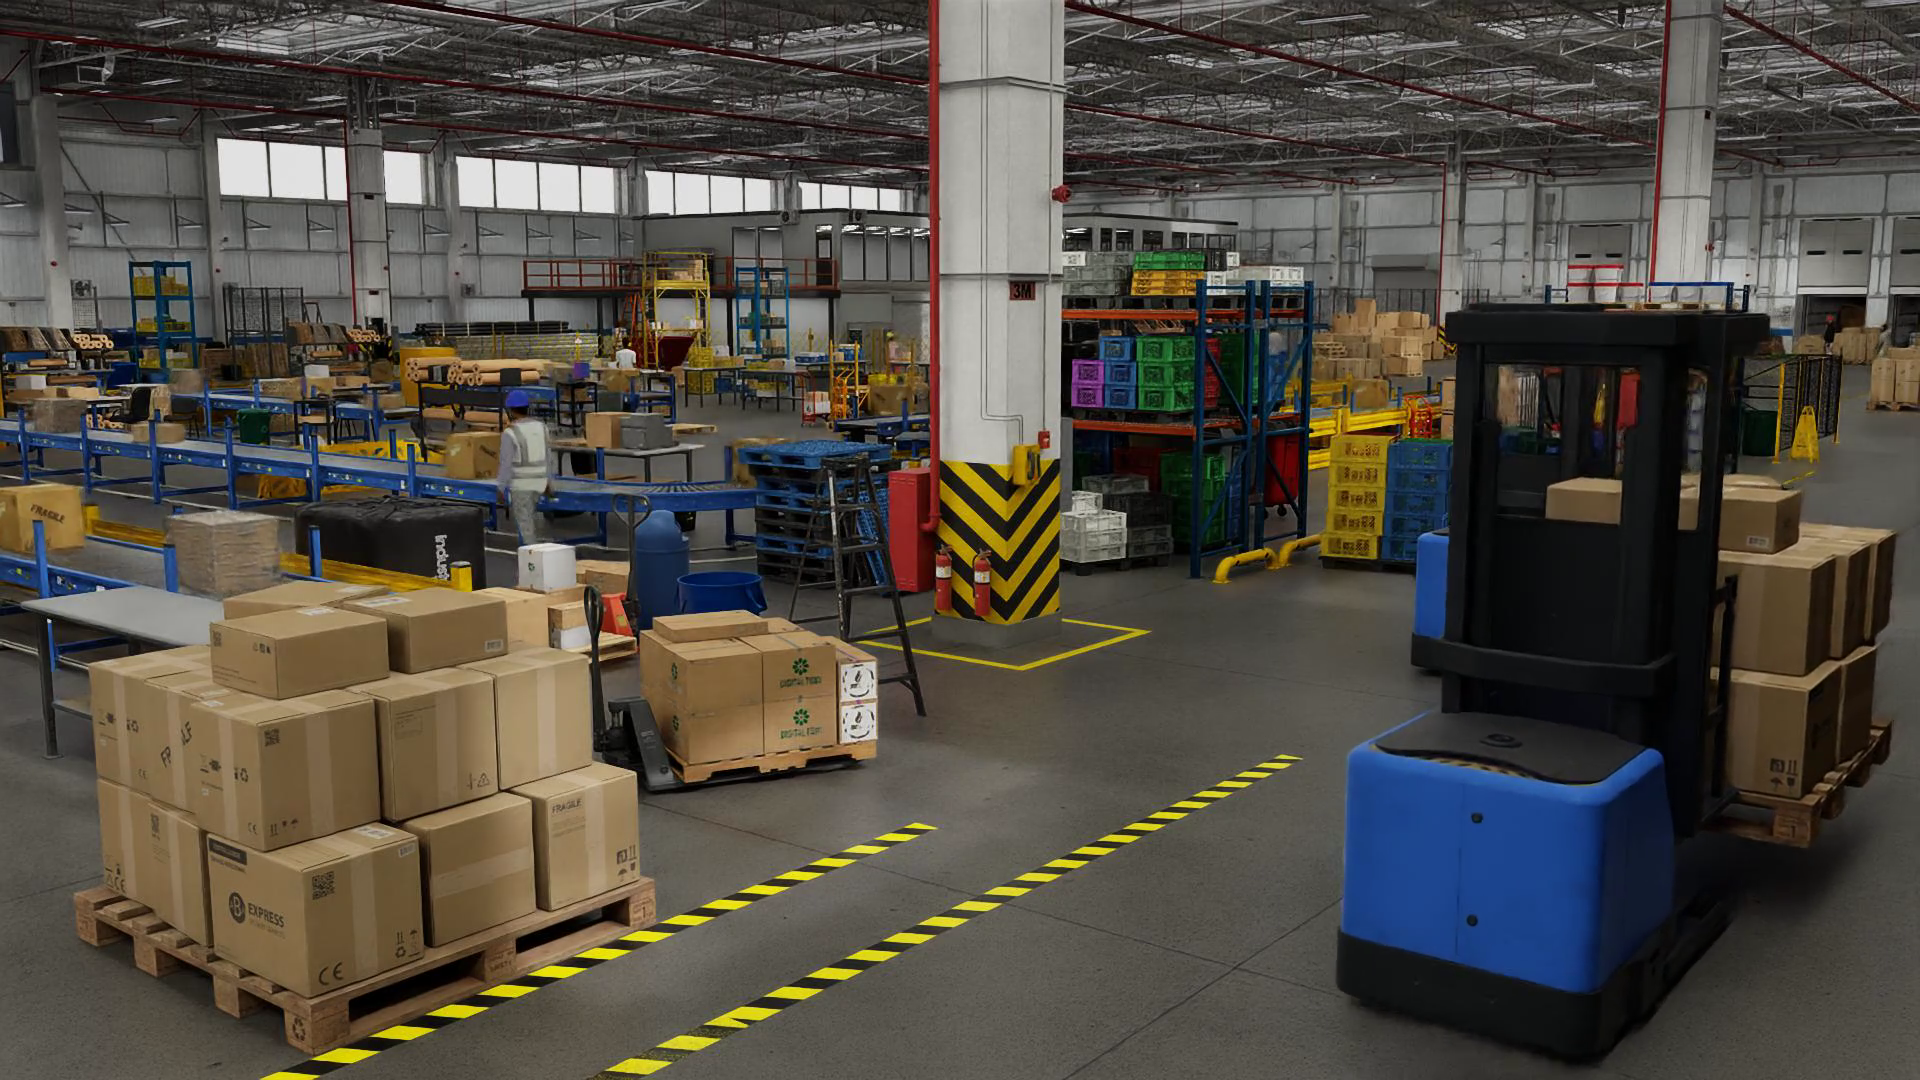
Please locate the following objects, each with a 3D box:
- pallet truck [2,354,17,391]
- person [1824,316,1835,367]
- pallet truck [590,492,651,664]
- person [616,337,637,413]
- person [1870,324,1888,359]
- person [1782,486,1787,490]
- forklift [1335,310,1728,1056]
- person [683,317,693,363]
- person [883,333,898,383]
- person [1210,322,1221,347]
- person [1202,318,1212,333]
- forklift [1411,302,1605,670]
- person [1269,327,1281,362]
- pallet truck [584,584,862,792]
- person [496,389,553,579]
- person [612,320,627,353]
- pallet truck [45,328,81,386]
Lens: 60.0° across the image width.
[{"bbox_3d":[-24.881,-4.417,42.634,1.885,1.965,0.823,8,11,41],"label":"pallet truck"},{"bbox_3d":[33.962,-7.737,65.027,0.385,1.994,0.613,4,9,22],"label":"person"},{"bbox_3d":[-3.115,0.344,12.883,0.653,1.274,1.630,7,11,37],"label":"pallet truck"},{"bbox_3d":[-7.846,-3.842,39.204,0.535,1.865,0.312,1,9,10],"label":"person"},{"bbox_3d":[31.746,-6.545,57.505,0.509,1.844,0.551,5,10,32],"label":"person"},{"bbox_3d":[5.392,0.440,11.066,0.536,1.653,0.910,8,11,42],"label":"person"},{"bbox_3d":[2.477,0.435,6.967,1.129,2.768,1.873,7,11,37],"label":"forklift"},{"bbox_3d":[-11.241,-8.255,68.744,0.371,1.925,0.595,-1,8,-4],"label":"person"},{"bbox_3d":[-2.094,-5.289,49.424,0.545,1.714,0.924,-7,11,-40],"label":"person"},{"bbox_3d":[7.776,-5.701,51.145,0.772,2.000,0.726,7,11,39],"label":"person"},{"bbox_3d":[9.131,-7.216,61.387,0.392,2.033,0.605,5,10,31],"label":"person"},{"bbox_3d":[4.379,-0.438,12.852,1.129,2.768,1.873,7,11,37],"label":"forklift"},{"bbox_3d":[10.182,-6.063,54.032,0.634,1.910,0.952,-4,9,-26],"label":"person"},{"bbox_3d":[-1.426,0.805,10.019,1.601,1.201,0.680,-4,9,-26],"label":"pallet truck"},{"bbox_3d":[-4.440,-0.554,16.804,0.538,1.928,0.644,4,10,28],"label":"person"},{"bbox_3d":[-12.995,-7.466,63.570,0.585,1.882,0.337,0,8,2],"label":"person"},{"bbox_3d":[-23.775,-4.544,43.495,1.885,1.965,0.823,6,10,35],"label":"pallet truck"}]
